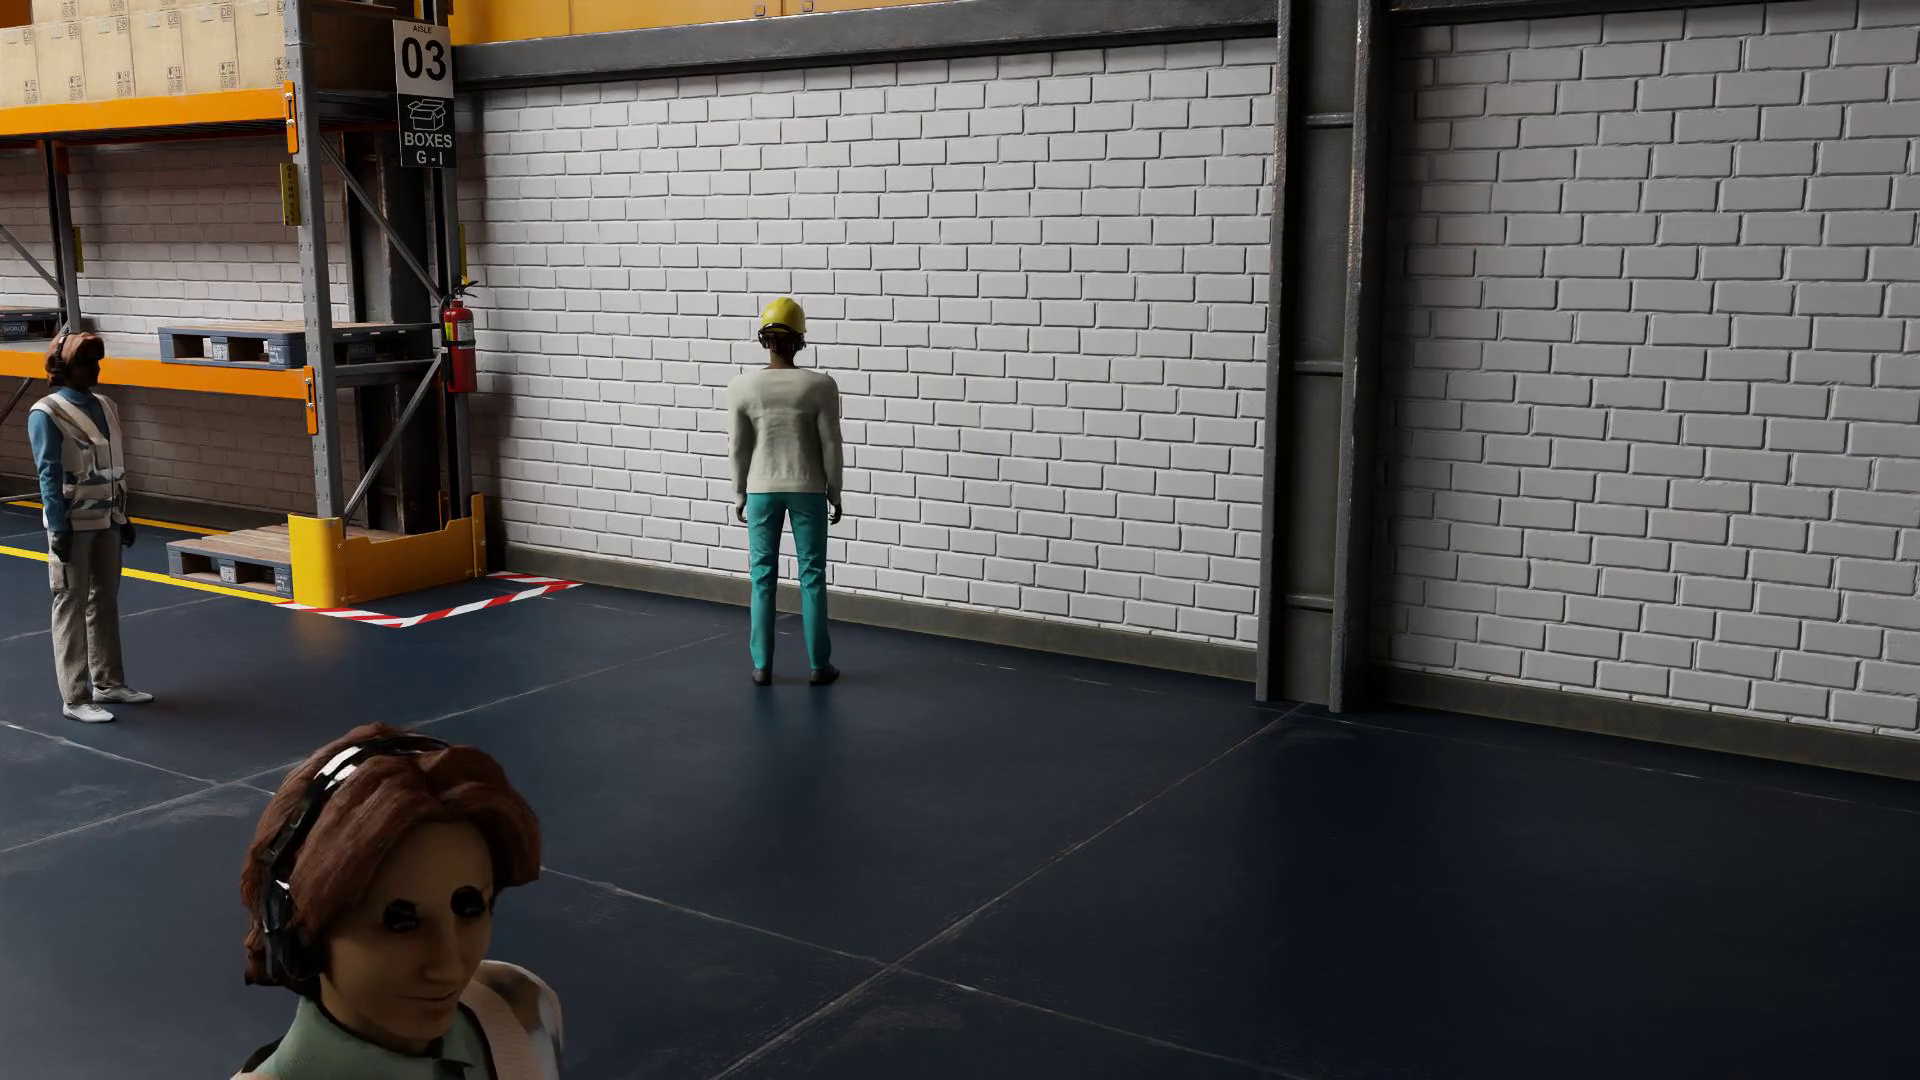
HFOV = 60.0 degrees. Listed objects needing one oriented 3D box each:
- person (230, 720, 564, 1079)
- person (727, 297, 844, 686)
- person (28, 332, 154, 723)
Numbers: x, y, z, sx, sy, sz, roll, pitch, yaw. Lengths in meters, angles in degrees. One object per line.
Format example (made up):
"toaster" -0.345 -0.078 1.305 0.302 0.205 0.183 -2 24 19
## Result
"person" -0.481 0.957 1.449 0.314 1.636 0.515 3 11 16
"person" -0.784 -0.208 7.547 0.524 1.769 0.309 0 10 2
"person" -3.703 -0.056 7.056 0.308 1.640 0.510 1 10 4
